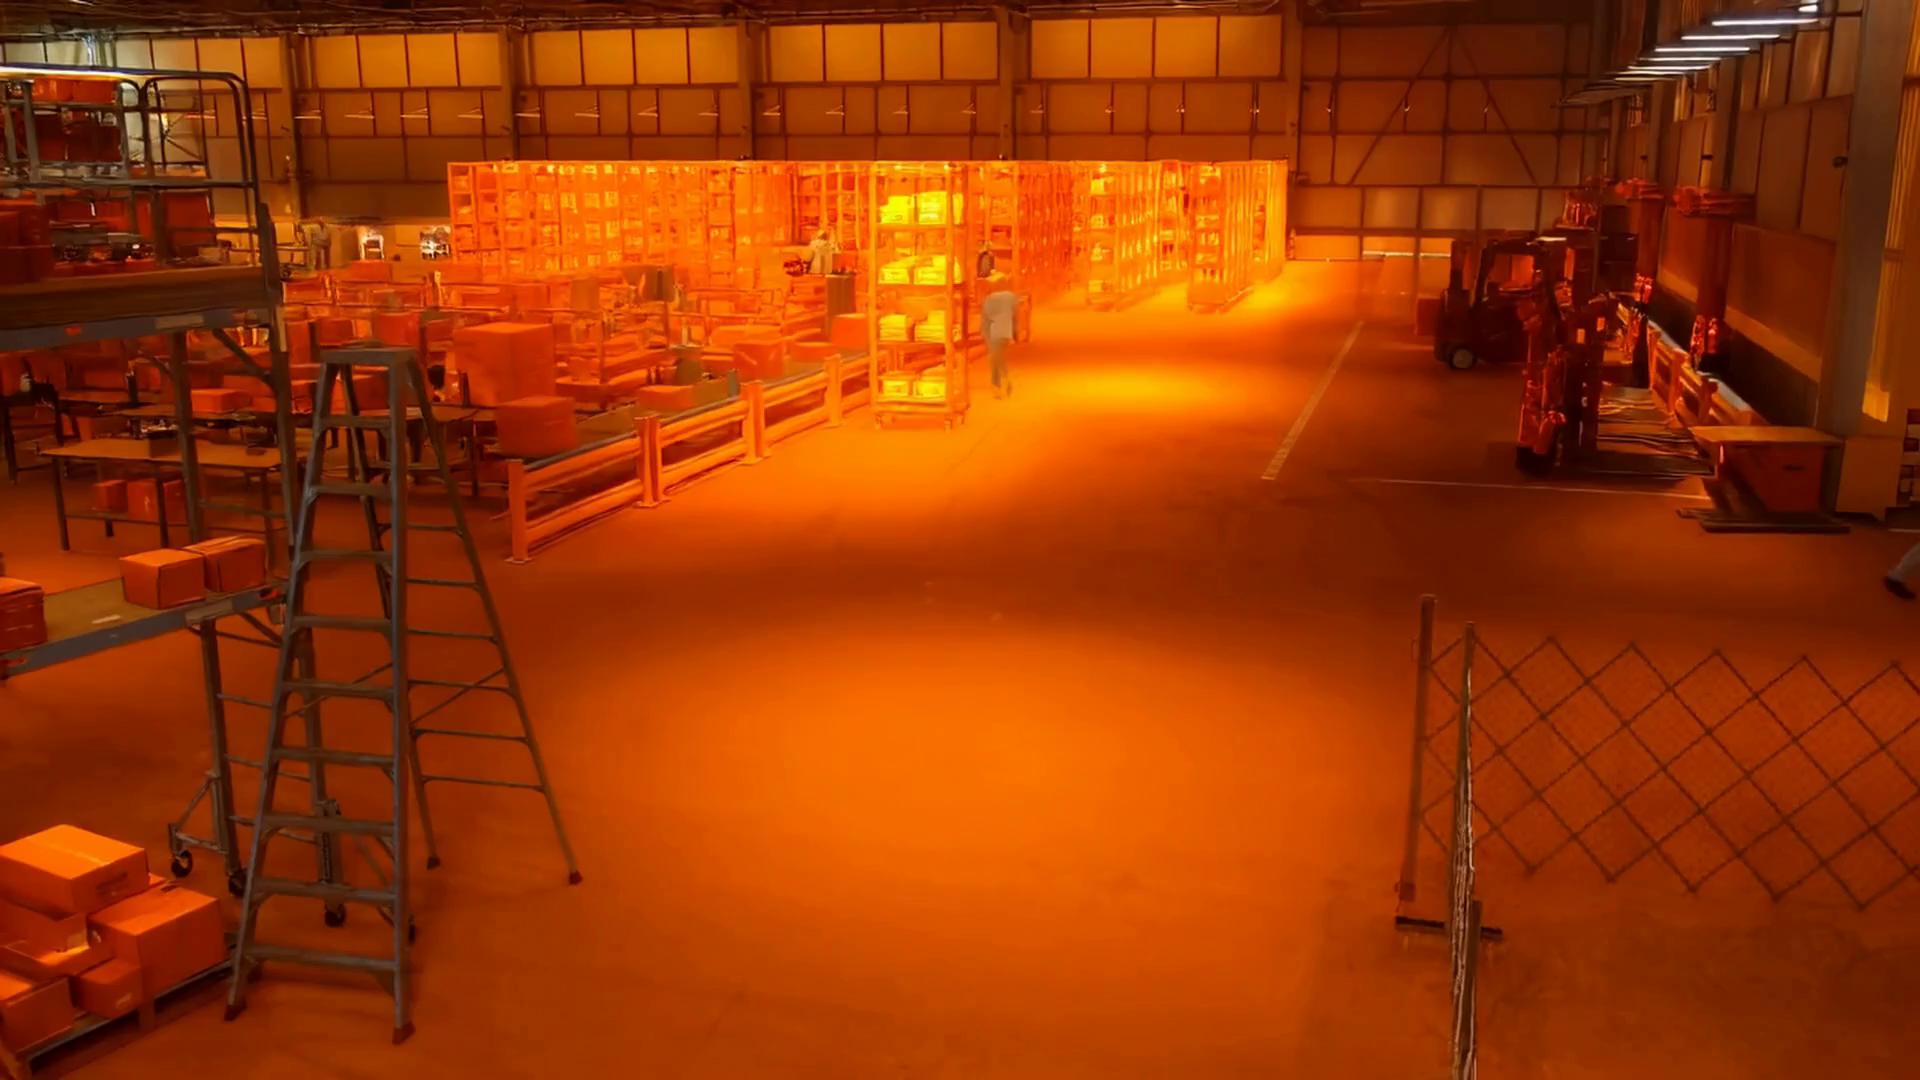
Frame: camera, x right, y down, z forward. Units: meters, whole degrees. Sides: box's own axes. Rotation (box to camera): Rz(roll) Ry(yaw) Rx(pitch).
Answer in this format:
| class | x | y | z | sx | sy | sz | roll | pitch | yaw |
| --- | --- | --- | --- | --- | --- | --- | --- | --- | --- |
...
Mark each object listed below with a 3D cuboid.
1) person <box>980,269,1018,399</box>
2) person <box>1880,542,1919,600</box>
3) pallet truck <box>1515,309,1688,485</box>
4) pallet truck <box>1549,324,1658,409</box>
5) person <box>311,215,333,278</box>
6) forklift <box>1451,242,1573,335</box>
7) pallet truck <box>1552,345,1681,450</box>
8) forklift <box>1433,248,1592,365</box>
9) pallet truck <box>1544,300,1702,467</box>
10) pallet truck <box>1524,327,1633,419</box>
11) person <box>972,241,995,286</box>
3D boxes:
| class | x | y | z | sx | sy | sz | roll | pitch | yaw |
| --- | --- | --- | --- | --- | --- | --- | --- | --- | --- |
| person | 0.596 | -3.217 | 26.028 | 0.644 | 2.028 | 0.424 | -7 | 15 | -29 |
| person | 8.402 | -0.350 | 14.010 | 0.648 | 1.868 | 0.983 | -13 | 18 | -43 |
| pallet truck | 7.554 | -1.677 | 19.446 | 1.885 | 1.965 | 0.823 | 3 | 13 | 14 |
| pallet truck | 9.824 | -2.669 | 25.407 | 1.601 | 1.201 | 0.680 | 4 | 14 | 16 |
| person | -19.926 | -9.154 | 51.899 | 0.613 | 1.933 | 0.535 | -10 | 17 | -38 |
| forklift | 10.464 | -4.597 | 31.405 | 2.680 | 1.987 | 1.157 | 4 | 14 | 16 |
| pallet truck | 8.641 | -1.896 | 21.908 | 1.630 | 1.274 | 0.653 | 4 | 14 | 16 |
| forklift | 9.780 | -4.111 | 29.280 | 2.680 | 1.987 | 1.157 | 3 | 13 | 14 |
| pallet truck | 8.263 | -1.952 | 20.631 | 1.885 | 1.965 | 0.823 | 5 | 14 | 20 |
| pallet truck | 9.065 | -2.460 | 24.370 | 1.522 | 1.261 | 0.704 | 3 | 13 | 14 |
| person | 0.582 | -6.181 | 39.370 | 0.933 | 1.787 | 0.586 | 6 | 14 | 23 |
